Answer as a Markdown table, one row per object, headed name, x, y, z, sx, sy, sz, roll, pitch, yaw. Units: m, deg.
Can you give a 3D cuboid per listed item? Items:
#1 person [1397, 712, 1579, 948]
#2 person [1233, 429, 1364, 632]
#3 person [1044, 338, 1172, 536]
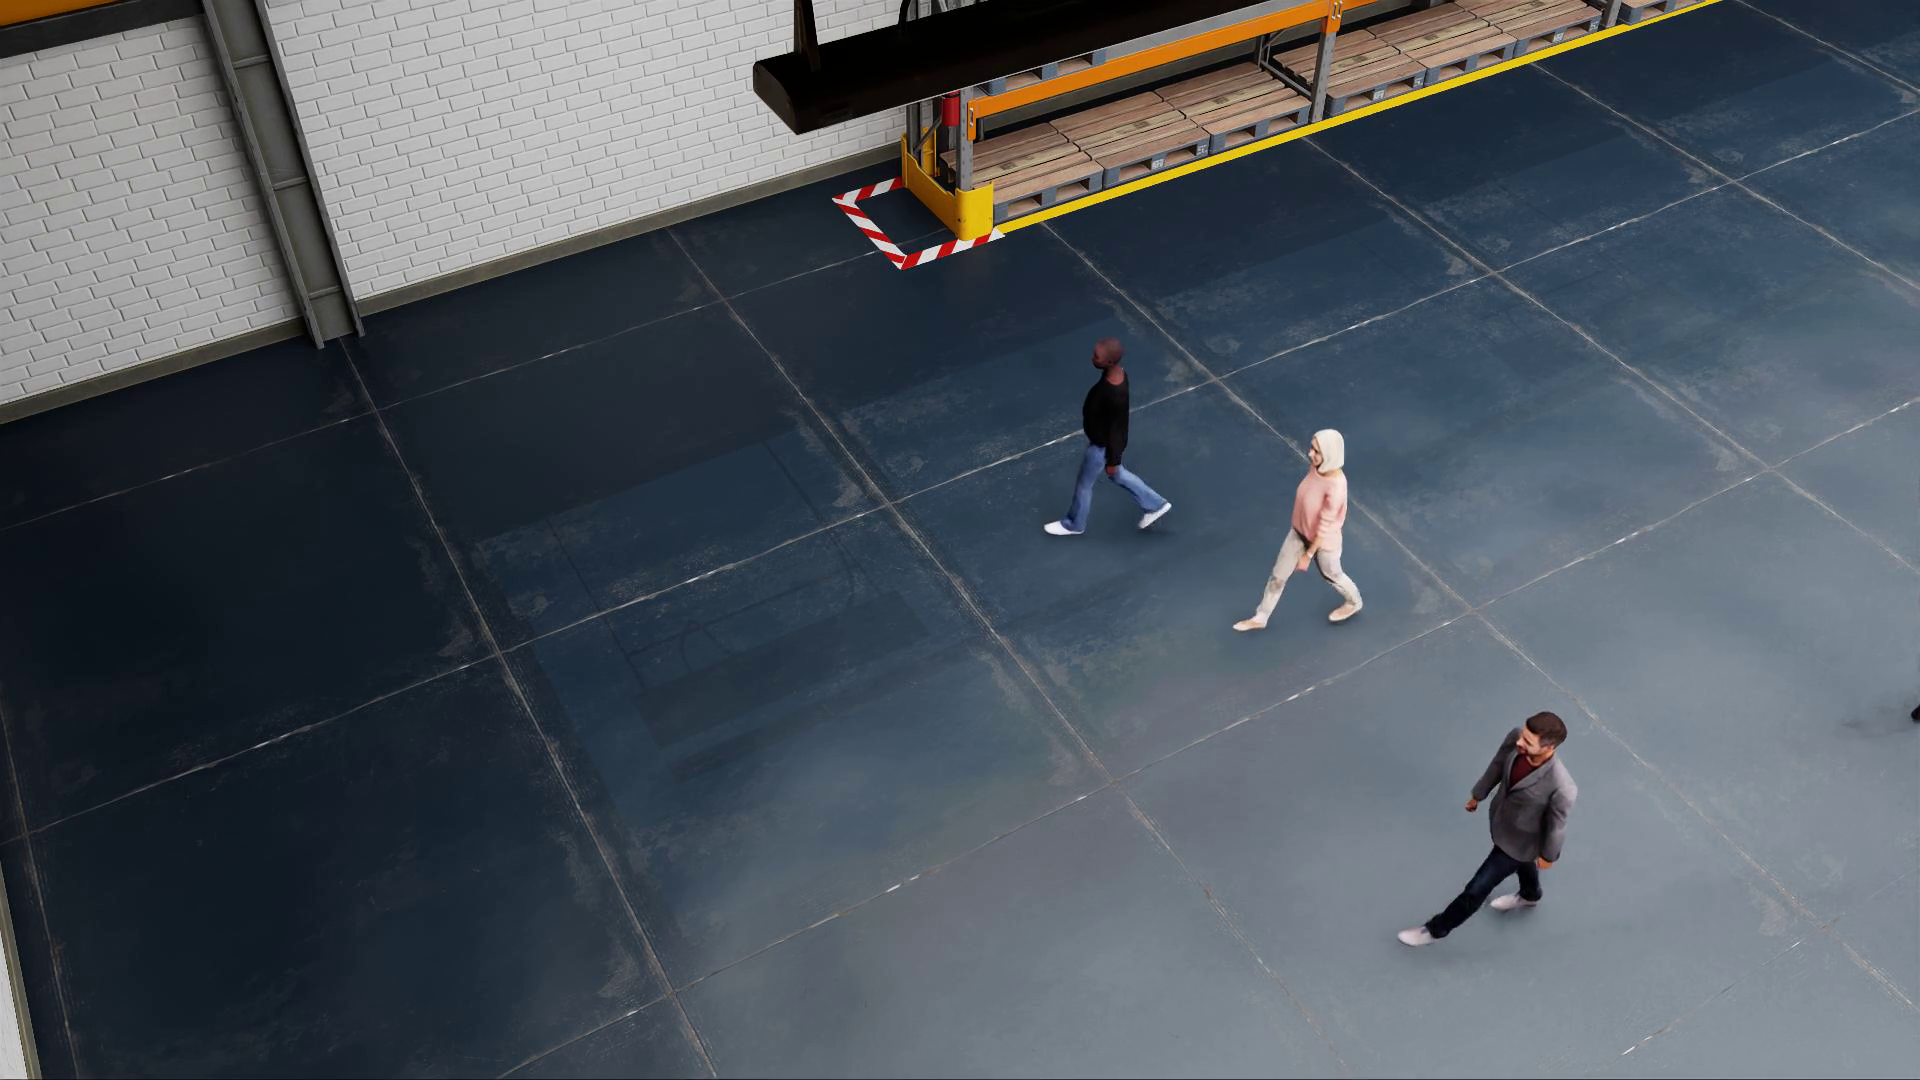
| name | x | y | z | sx | sy | sz | roll | pitch | yaw |
| --- | --- | --- | --- | --- | --- | --- | --- | --- | --- |
| person | 3.105 | 1.571 | 9.107 | 1.288 | 1.819 | 0.960 | -9 | 44 | -9 |
| person | 2.419 | -0.029 | 10.887 | 1.207 | 1.681 | 0.777 | -12 | 45 | -12 |
| person | 1.095 | -0.678 | 11.540 | 1.212 | 1.719 | 0.980 | 0 | 44 | 0 |
